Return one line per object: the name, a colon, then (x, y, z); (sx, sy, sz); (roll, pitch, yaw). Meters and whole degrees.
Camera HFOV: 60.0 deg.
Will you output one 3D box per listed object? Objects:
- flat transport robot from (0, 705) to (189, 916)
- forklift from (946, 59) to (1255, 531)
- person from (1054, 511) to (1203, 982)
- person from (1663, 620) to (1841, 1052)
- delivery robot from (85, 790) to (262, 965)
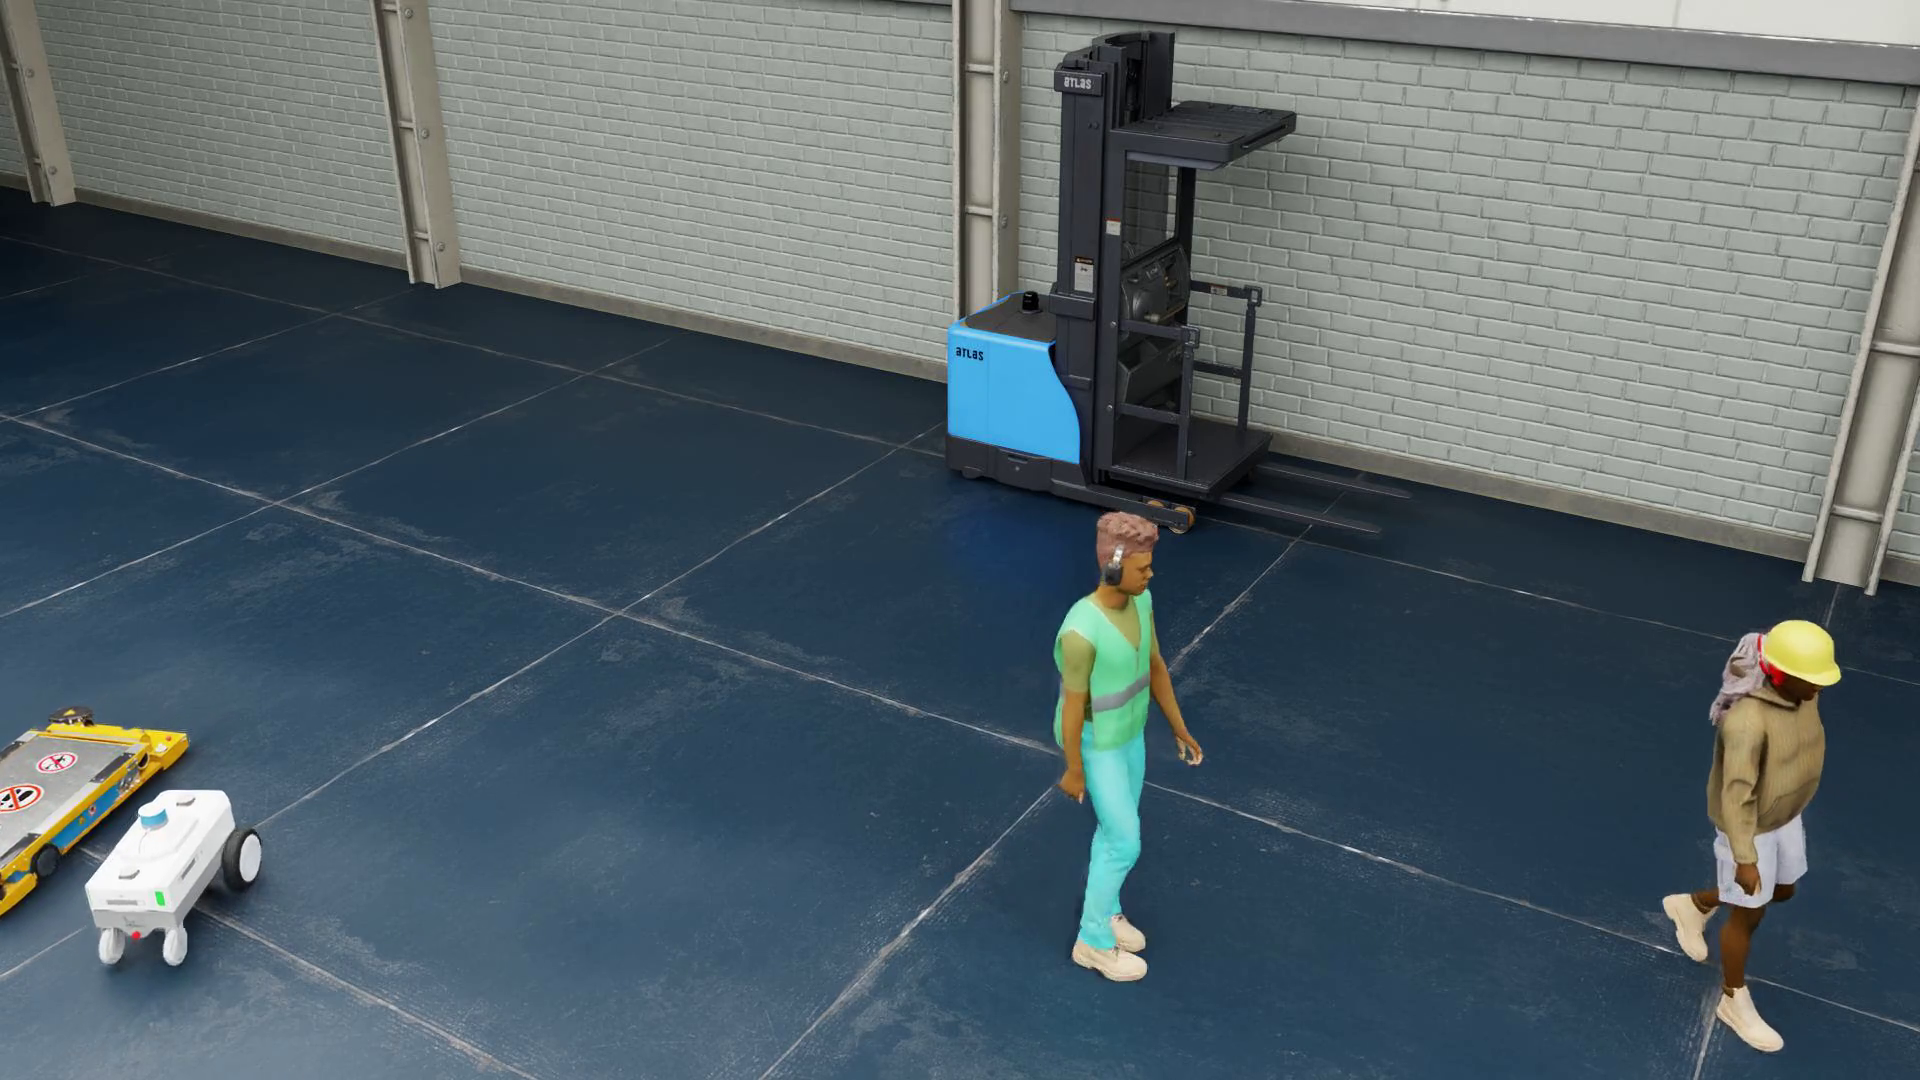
flat transport robot: (-4.276, 1.233, 7.651); (0.659, 0.231, 1.431); (4, 26, 9)
forklift: (0.933, -1.707, 10.833); (1.873, 2.768, 1.129); (15, 29, 28)
person: (0.632, 0.816, 6.548); (0.559, 1.963, 0.511); (16, 30, 31)
person: (3.010, 1.056, 6.296); (0.592, 1.741, 0.723); (-13, 28, -26)
delivery robot: (-3.344, 1.378, 7.025); (0.499, 0.607, 0.808); (1, 25, 1)
